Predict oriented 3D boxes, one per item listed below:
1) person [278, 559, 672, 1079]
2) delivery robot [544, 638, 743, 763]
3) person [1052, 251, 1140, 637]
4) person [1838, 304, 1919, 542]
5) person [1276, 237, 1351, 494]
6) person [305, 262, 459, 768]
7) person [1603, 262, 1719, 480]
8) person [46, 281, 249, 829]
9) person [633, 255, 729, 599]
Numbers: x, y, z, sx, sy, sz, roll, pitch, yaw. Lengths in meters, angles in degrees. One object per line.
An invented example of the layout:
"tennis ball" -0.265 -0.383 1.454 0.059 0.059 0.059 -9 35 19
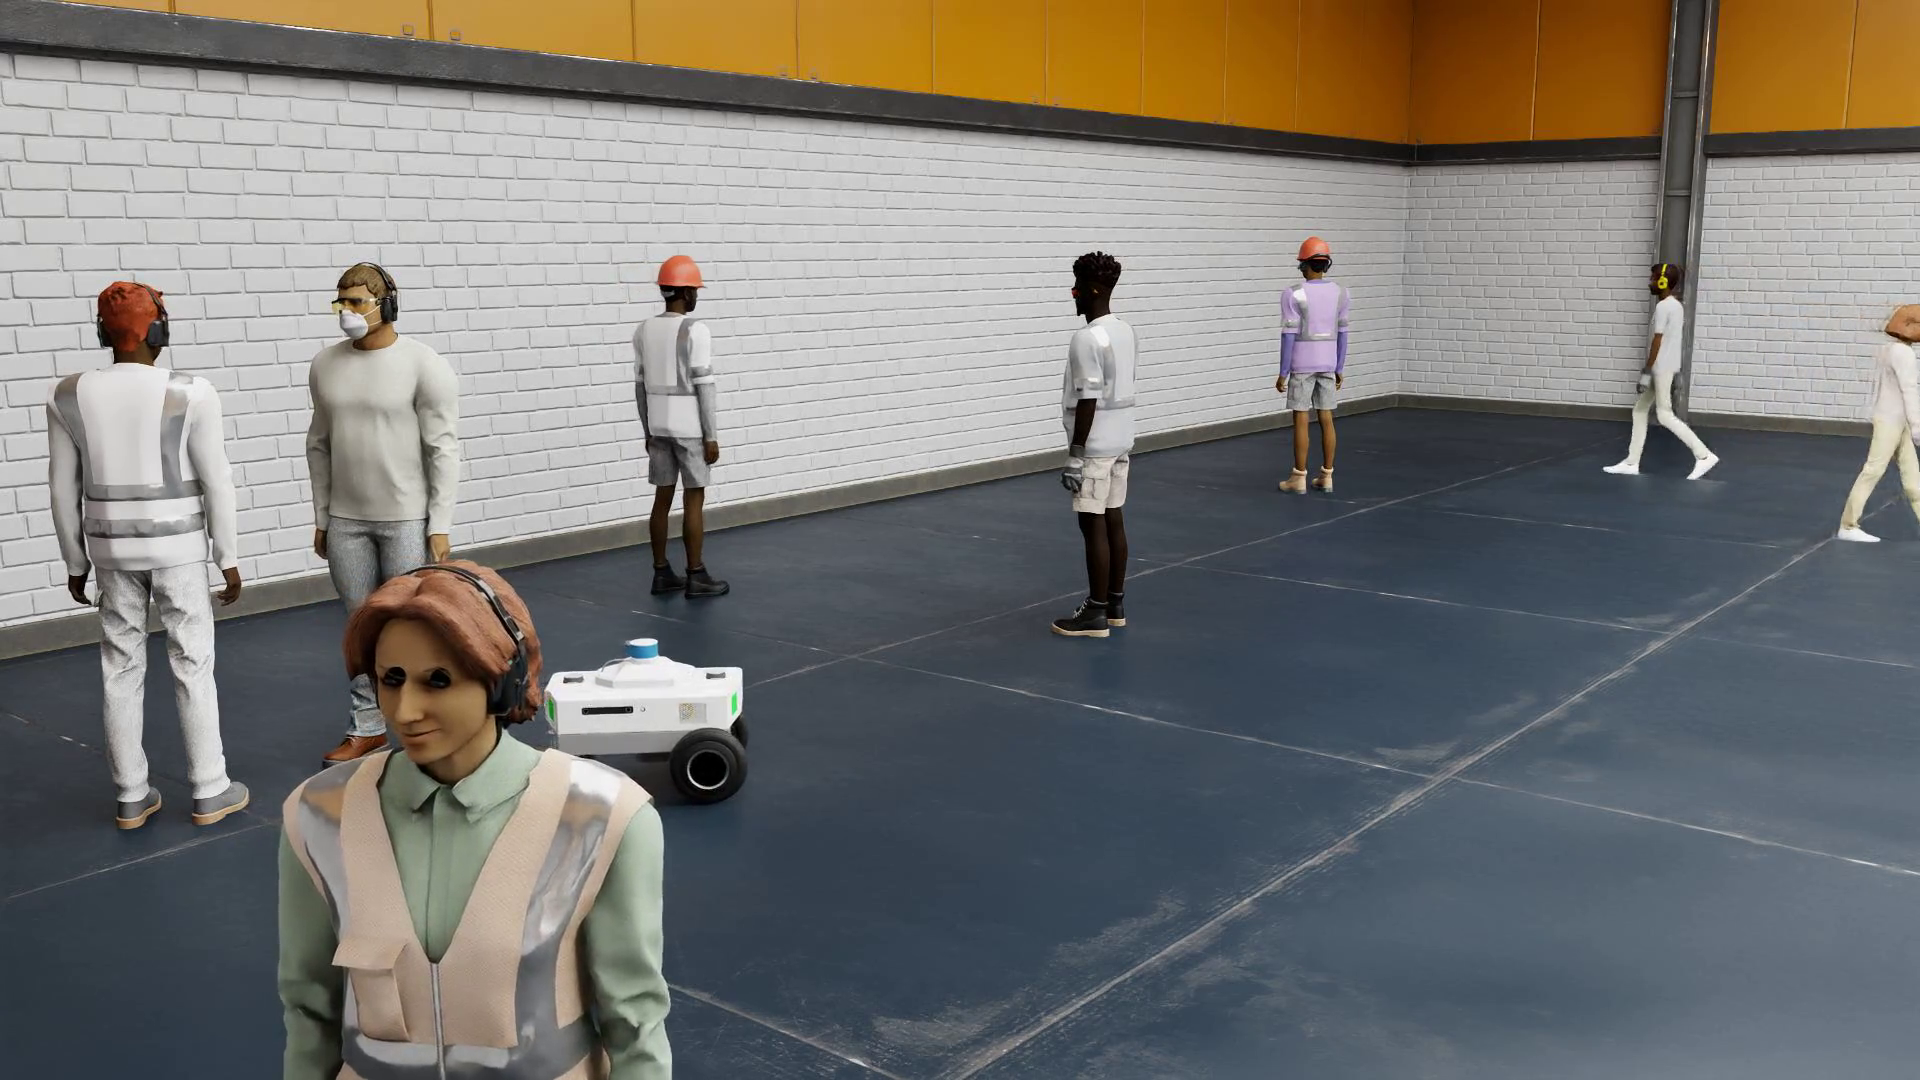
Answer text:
"person" -0.616 0.830 2.166 0.519 1.636 0.312 1 10 6
"delivery robot" -1.158 0.607 6.125 0.707 0.478 0.477 -1 10 -6
"person" 0.699 -0.487 8.537 0.366 1.965 0.607 5 11 26
"person" 6.333 -0.759 11.068 0.825 1.596 0.522 4 11 23
"person" 2.802 -1.386 13.305 0.606 2.044 0.373 -4 11 -20
"person" -2.190 -0.072 6.314 0.629 1.940 0.373 3 11 15
"person" 6.027 -1.433 14.140 0.888 1.843 0.523 6 12 30
"person" -2.782 0.061 5.724 0.584 1.883 0.339 -1 10 -6
"person" -1.575 -0.636 9.440 0.551 1.935 0.372 6 12 32
